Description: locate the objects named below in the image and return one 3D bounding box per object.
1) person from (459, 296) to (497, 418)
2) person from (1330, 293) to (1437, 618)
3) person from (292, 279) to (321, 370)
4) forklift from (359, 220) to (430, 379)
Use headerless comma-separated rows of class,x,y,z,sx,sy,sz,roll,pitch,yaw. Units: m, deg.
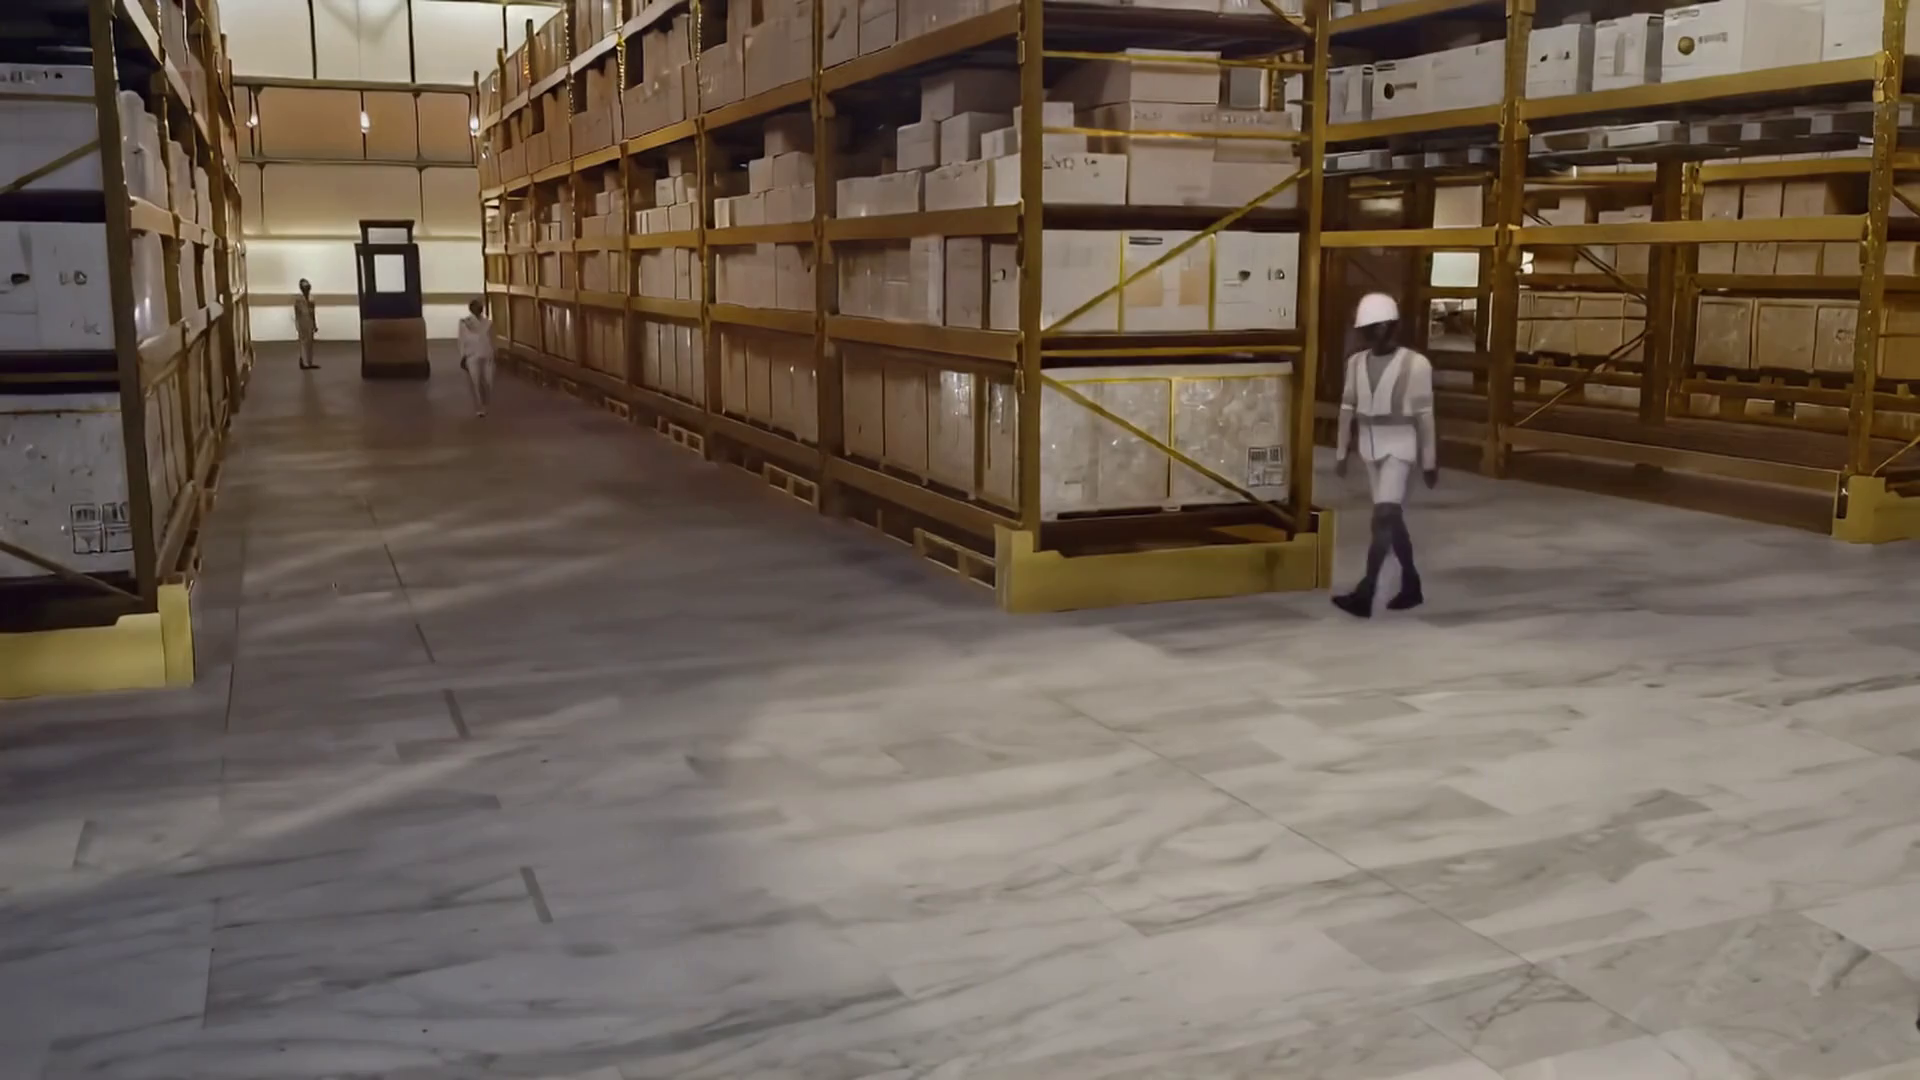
person,-6.434,-2.442,22.234,0.523,1.626,0.367,-5,11,-27
person,2.426,-0.489,9.747,0.984,1.884,0.547,-7,12,-35
person,-12.682,-4.185,32.300,0.329,1.751,0.571,3,10,17
forklift,-10.208,-4.337,29.843,1.129,2.768,1.873,-4,10,-22
